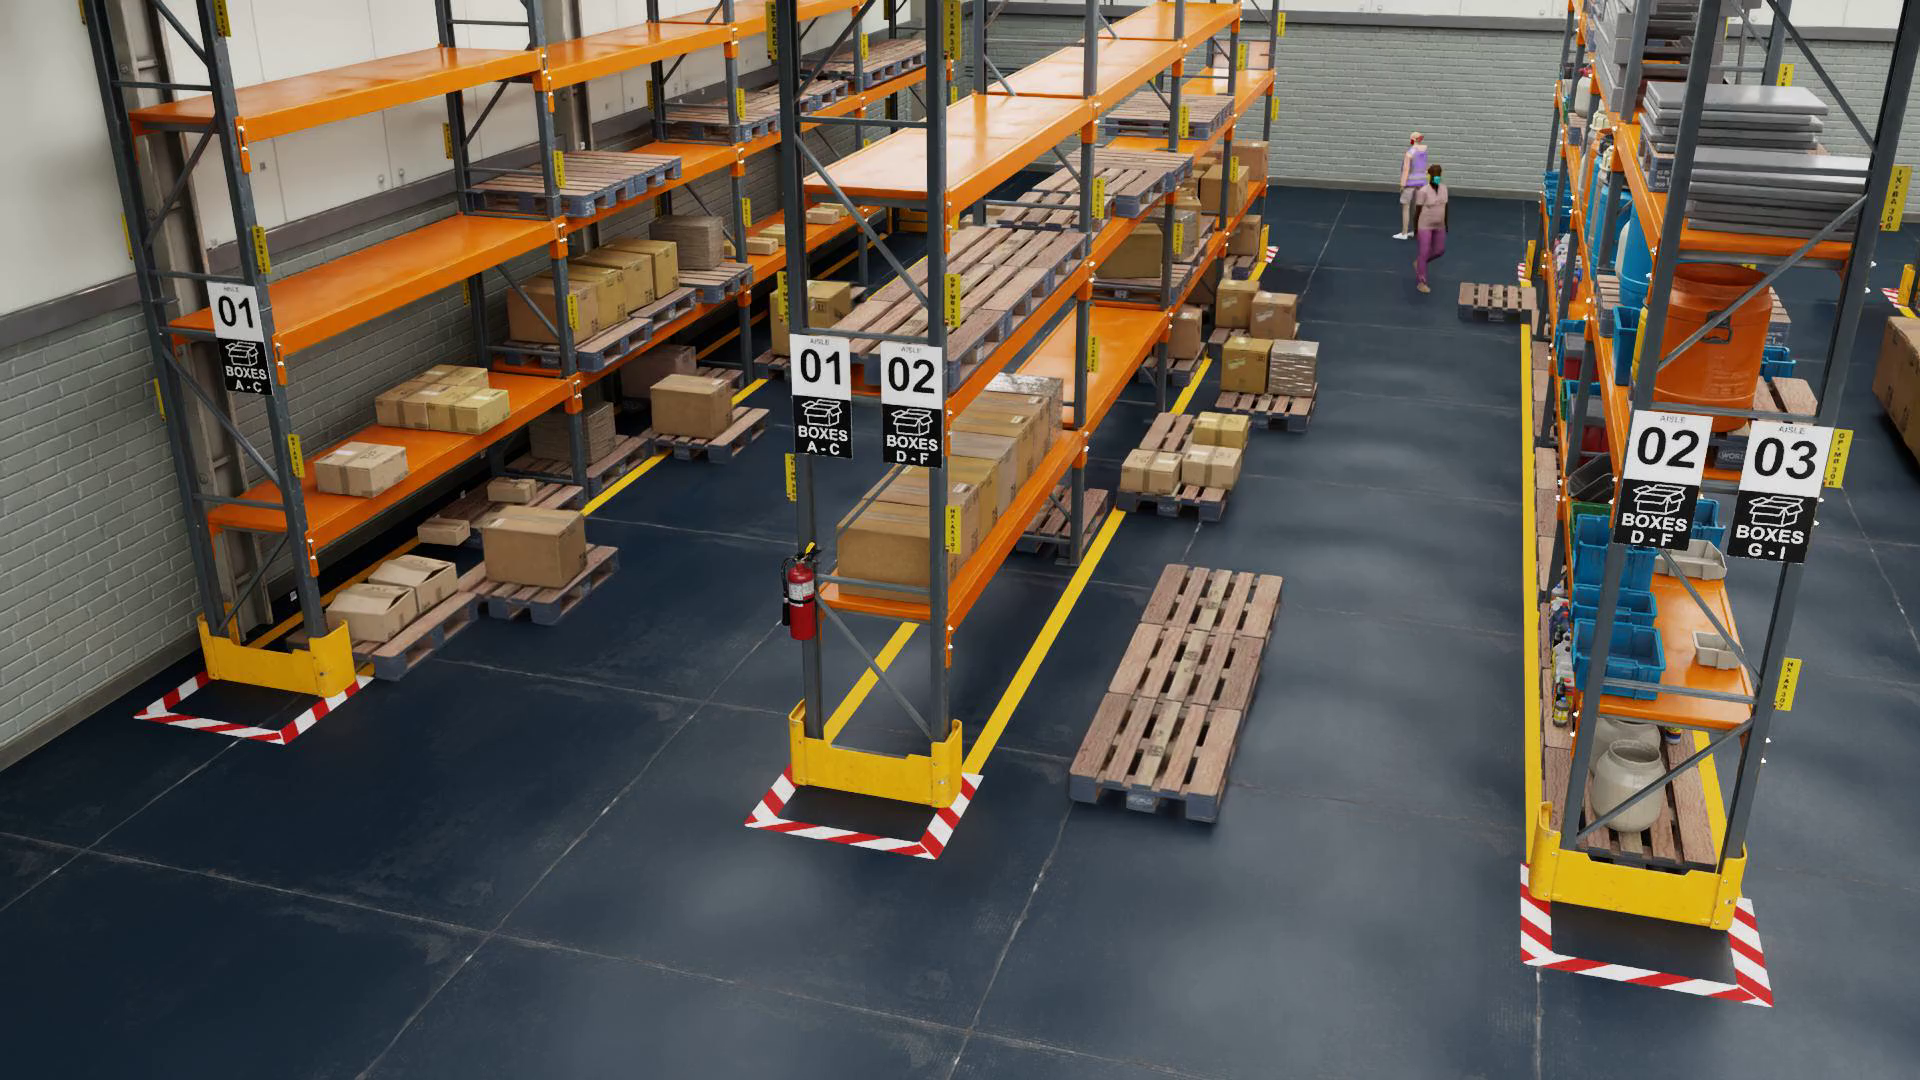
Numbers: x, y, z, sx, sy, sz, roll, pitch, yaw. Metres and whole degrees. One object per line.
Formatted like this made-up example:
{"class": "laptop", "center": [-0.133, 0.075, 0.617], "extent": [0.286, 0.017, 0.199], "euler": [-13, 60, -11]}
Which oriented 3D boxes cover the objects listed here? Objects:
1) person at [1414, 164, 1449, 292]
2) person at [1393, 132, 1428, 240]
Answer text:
{"class": "person", "center": [6.633, -4.437, 23.548], "extent": [0.532, 1.782, 0.561], "euler": [-8, 24, -17]}
{"class": "person", "center": [7.180, -5.618, 26.412], "extent": [0.492, 1.688, 0.348], "euler": [-14, 27, -30]}
